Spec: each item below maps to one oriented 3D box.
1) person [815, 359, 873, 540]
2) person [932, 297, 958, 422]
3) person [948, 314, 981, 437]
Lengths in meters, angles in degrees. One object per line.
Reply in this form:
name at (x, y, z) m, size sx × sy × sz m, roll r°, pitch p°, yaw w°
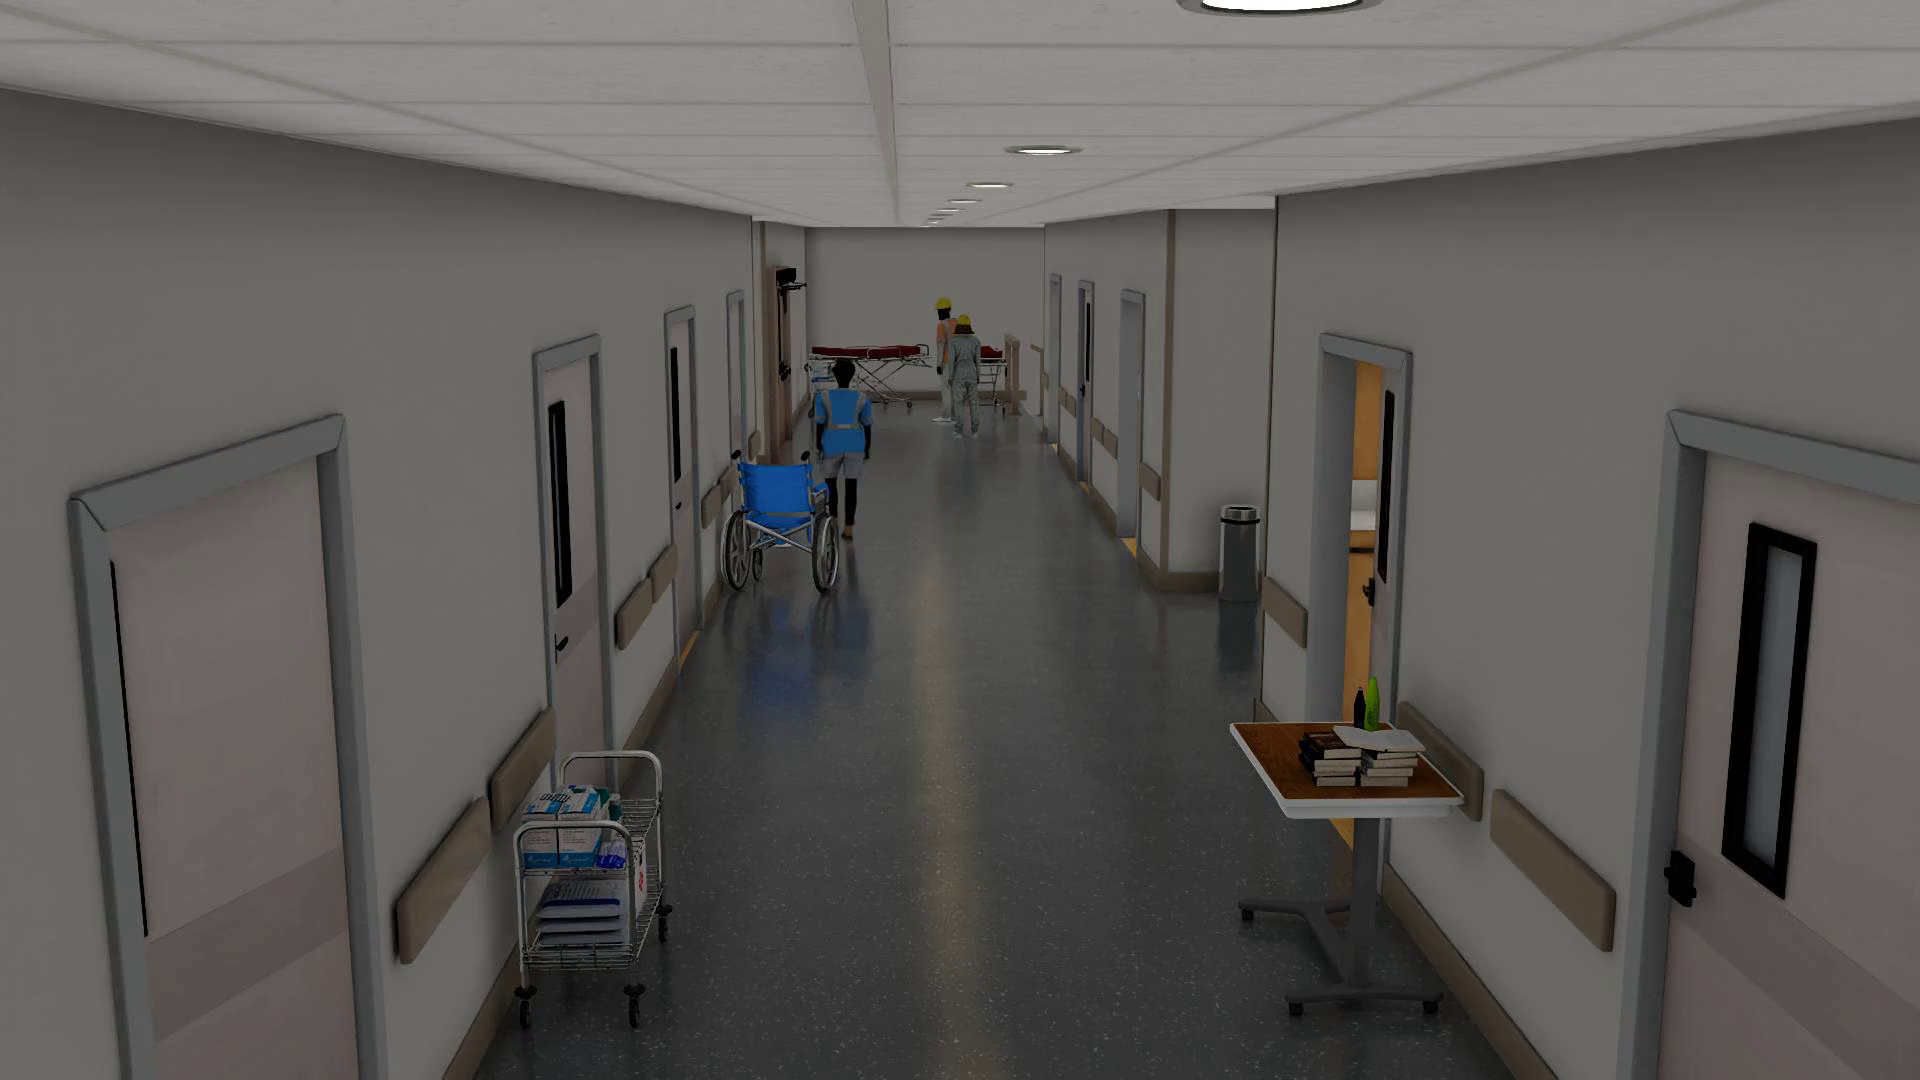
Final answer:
person at (-1.088, -0.854, 15.603) m, size 0.555 × 1.675 × 0.532 m, roll -1°, pitch 10°, yaw -7°
person at (-0.213, -2.773, 25.658) m, size 0.392 × 1.918 × 0.585 m, roll 6°, pitch 12°, yaw 29°
person at (0.057, -2.344, 23.747) m, size 0.490 × 1.743 × 0.324 m, roll -3°, pitch 11°, yaw -16°
